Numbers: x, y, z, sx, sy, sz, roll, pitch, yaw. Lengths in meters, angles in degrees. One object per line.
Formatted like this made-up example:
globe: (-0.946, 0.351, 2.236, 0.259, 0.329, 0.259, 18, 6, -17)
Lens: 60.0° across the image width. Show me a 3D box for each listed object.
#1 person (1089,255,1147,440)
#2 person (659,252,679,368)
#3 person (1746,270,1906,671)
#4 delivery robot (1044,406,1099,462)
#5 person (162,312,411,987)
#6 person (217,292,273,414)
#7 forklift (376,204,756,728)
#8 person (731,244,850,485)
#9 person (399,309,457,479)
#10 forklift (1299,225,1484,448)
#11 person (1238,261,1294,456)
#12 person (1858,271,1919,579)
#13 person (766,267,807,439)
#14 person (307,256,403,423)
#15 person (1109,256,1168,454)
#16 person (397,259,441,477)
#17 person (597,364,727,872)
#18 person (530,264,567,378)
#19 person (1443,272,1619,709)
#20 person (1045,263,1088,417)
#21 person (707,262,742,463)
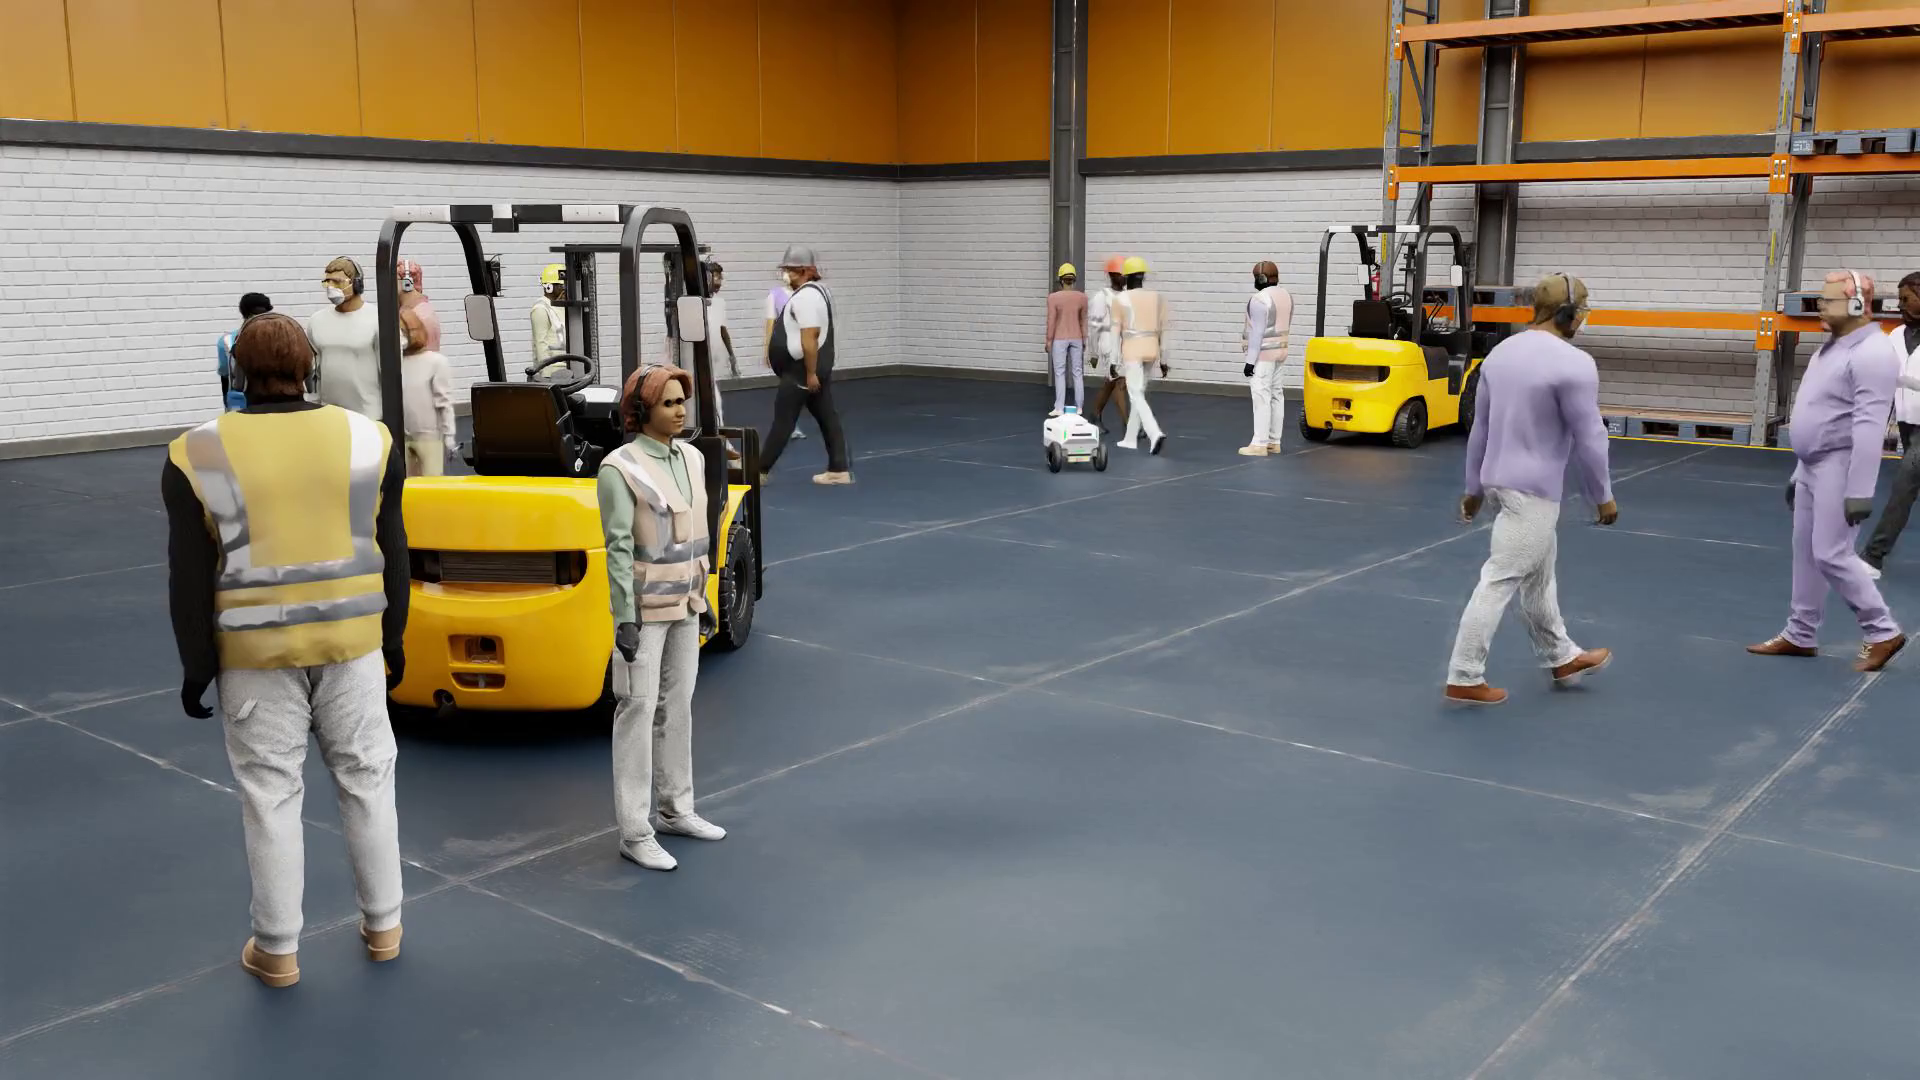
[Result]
person: (1.619, -1.986, 17.164, 0.550, 1.889, 1.012, -9, 13, -40)
person: (-3.184, -2.335, 18.918, 0.623, 1.940, 1.024, 10, 14, 44)
person: (4.184, -0.322, 7.928, 0.524, 1.918, 0.673, 1, 10, 8)
delivery robot: (0.987, -0.947, 14.803, 0.477, 0.478, 0.707, -2, 11, -12)
person: (-1.826, 0.302, 4.578, 0.621, 1.845, 0.430, -6, 12, -31)
person: (-5.050, -0.954, 11.993, 0.549, 1.656, 0.675, -3, 11, -16)
forklift: (-1.766, -0.406, 7.525, 1.214, 2.155, 2.313, 1, 10, 7)
person: (-1.386, -1.458, 13.775, 1.008, 2.000, 0.707, 1, 10, 6)
person: (-3.348, -0.610, 10.281, 0.534, 1.601, 0.601, 2, 10, 11)
forklift: (4.449, -2.115, 16.993, 1.214, 2.155, 2.313, 8, 13, 38)
person: (2.889, -1.718, 15.787, 0.429, 1.840, 0.624, 9, 13, 40)
person: (5.806, -0.687, 10.051, 1.041, 1.854, 0.603, -2, 10, -10)
person: (-1.688, -1.931, 16.974, 0.487, 1.827, 0.596, 10, 14, 44)
person: (-3.585, -0.697, 9.845, 0.632, 1.940, 0.372, 3, 11, 15)
person: (1.750, -1.768, 15.942, 0.602, 1.889, 0.880, -5, 12, -27)
person: (-3.707, -0.931, 11.233, 0.409, 1.909, 0.643, -5, 11, -25)
person: (-0.986, 0.242, 5.470, 0.308, 1.640, 0.511, 5, 11, 24)
person: (-3.631, -1.561, 14.961, 0.403, 1.825, 0.591, 1, 10, 7)
person: (2.561, -0.204, 7.232, 1.004, 1.888, 0.633, -2, 11, -13)
person: (1.227, -2.306, 19.237, 0.535, 1.767, 0.317, -4, 11, -21)
person: (-2.207, -1.604, 15.166, 0.892, 1.824, 0.538, 5, 12, 27)
